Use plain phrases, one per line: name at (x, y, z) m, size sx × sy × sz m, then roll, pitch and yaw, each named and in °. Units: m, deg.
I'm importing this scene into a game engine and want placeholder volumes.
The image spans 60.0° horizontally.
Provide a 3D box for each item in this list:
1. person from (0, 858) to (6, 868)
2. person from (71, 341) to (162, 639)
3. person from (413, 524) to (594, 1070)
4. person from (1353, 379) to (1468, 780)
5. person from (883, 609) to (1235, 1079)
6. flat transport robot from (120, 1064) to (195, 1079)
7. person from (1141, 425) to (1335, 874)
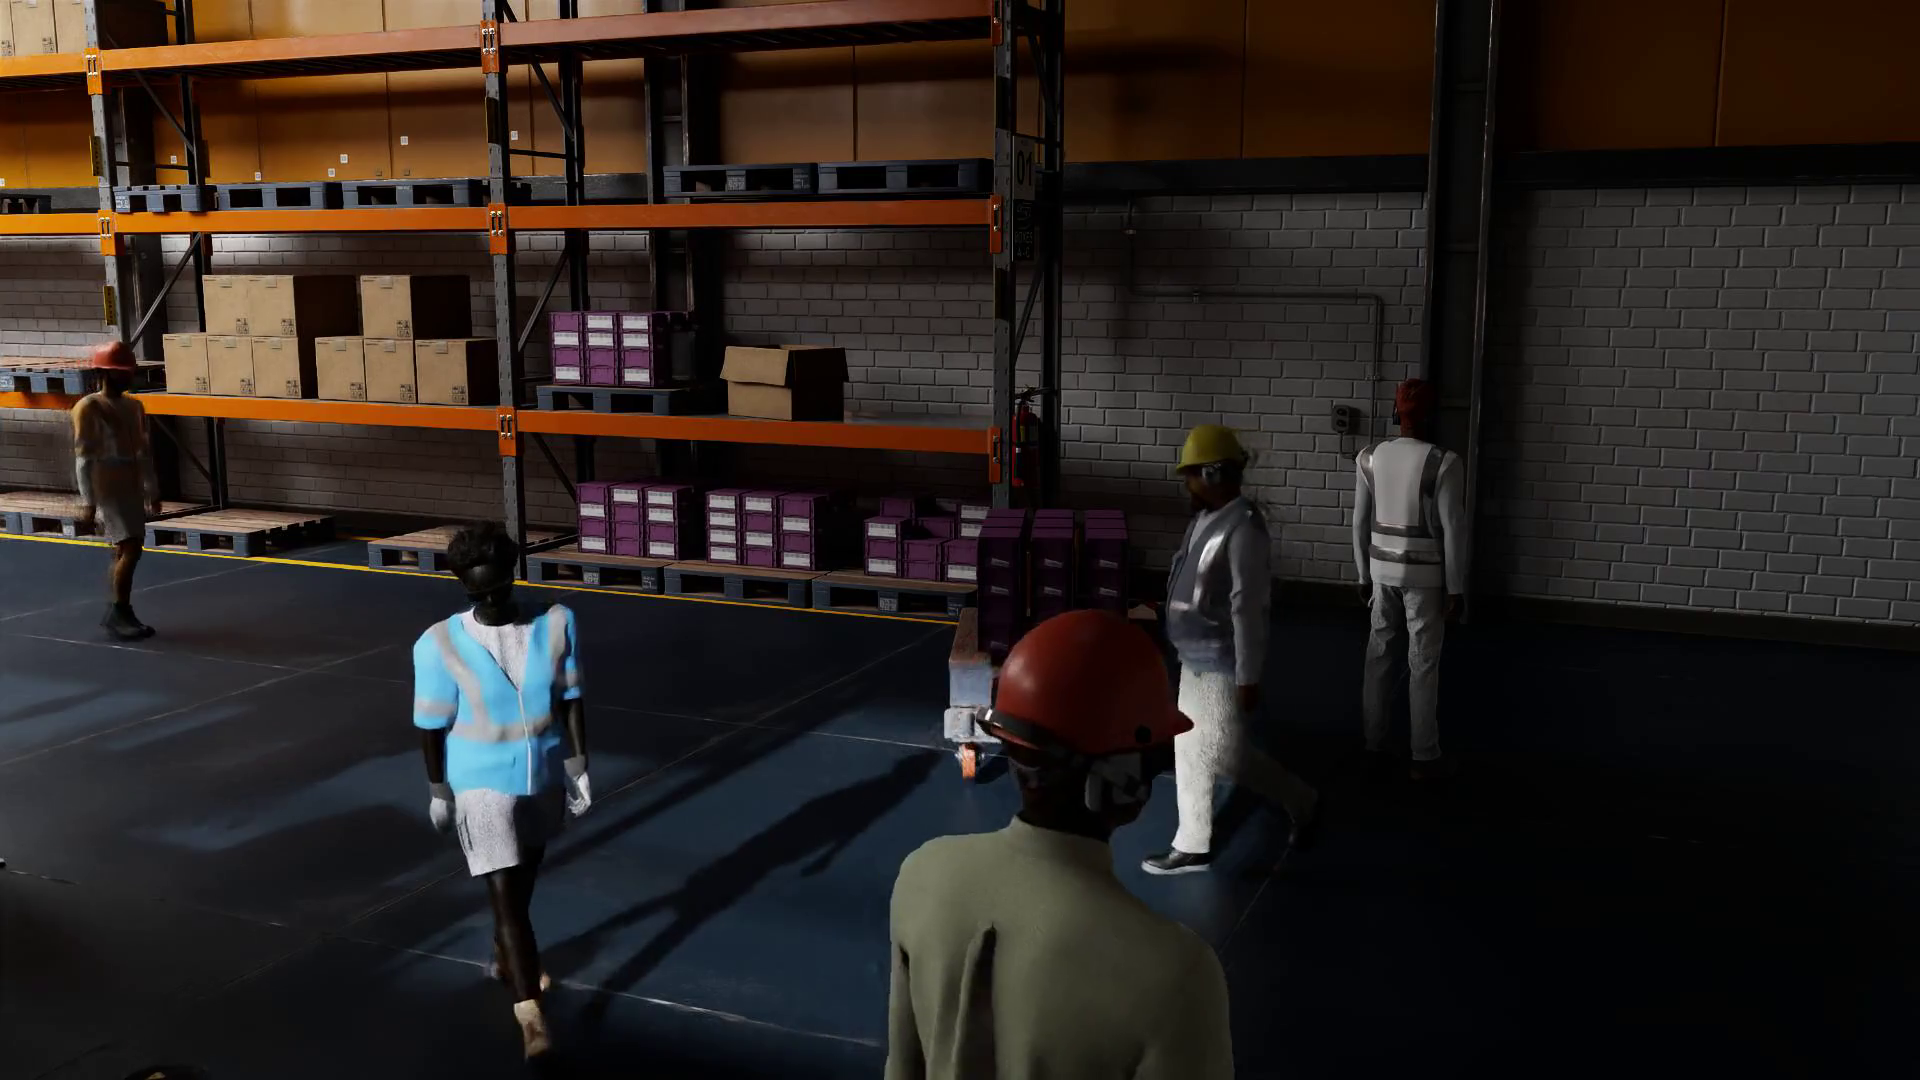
person at (-4.156, 0.399, 6.560) m, size 0.575 × 1.884 × 0.650 m, roll 3°, pitch 10°, yaw 18°
person at (-5.319, -0.306, 10.643) m, size 0.496 × 1.924 × 0.569 m, roll 2°, pitch 10°, yaw 11°
person at (-1.406, 0.751, 5.161) m, size 0.512 × 1.633 × 0.855 m, roll -8°, pitch 12°, yaw -38°
person at (2.123, 0.184, 7.844) m, size 0.356 × 1.884 × 0.572 m, roll -9°, pitch 13°, yaw -44°
person at (0.108, 1.066, 2.384) m, size 1.022 × 1.951 × 0.642 m, roll -8°, pitch 12°, yaw -39°
flat transport robot at (-2.087, 1.653, 3.859) m, size 0.652 × 0.197 × 1.431 m, roll 2°, pitch 10°, yaw 12°
person at (1.095, 0.442, 6.575) m, size 0.683 × 1.792 × 0.600 m, roll -1°, pitch 10°, yaw -9°
